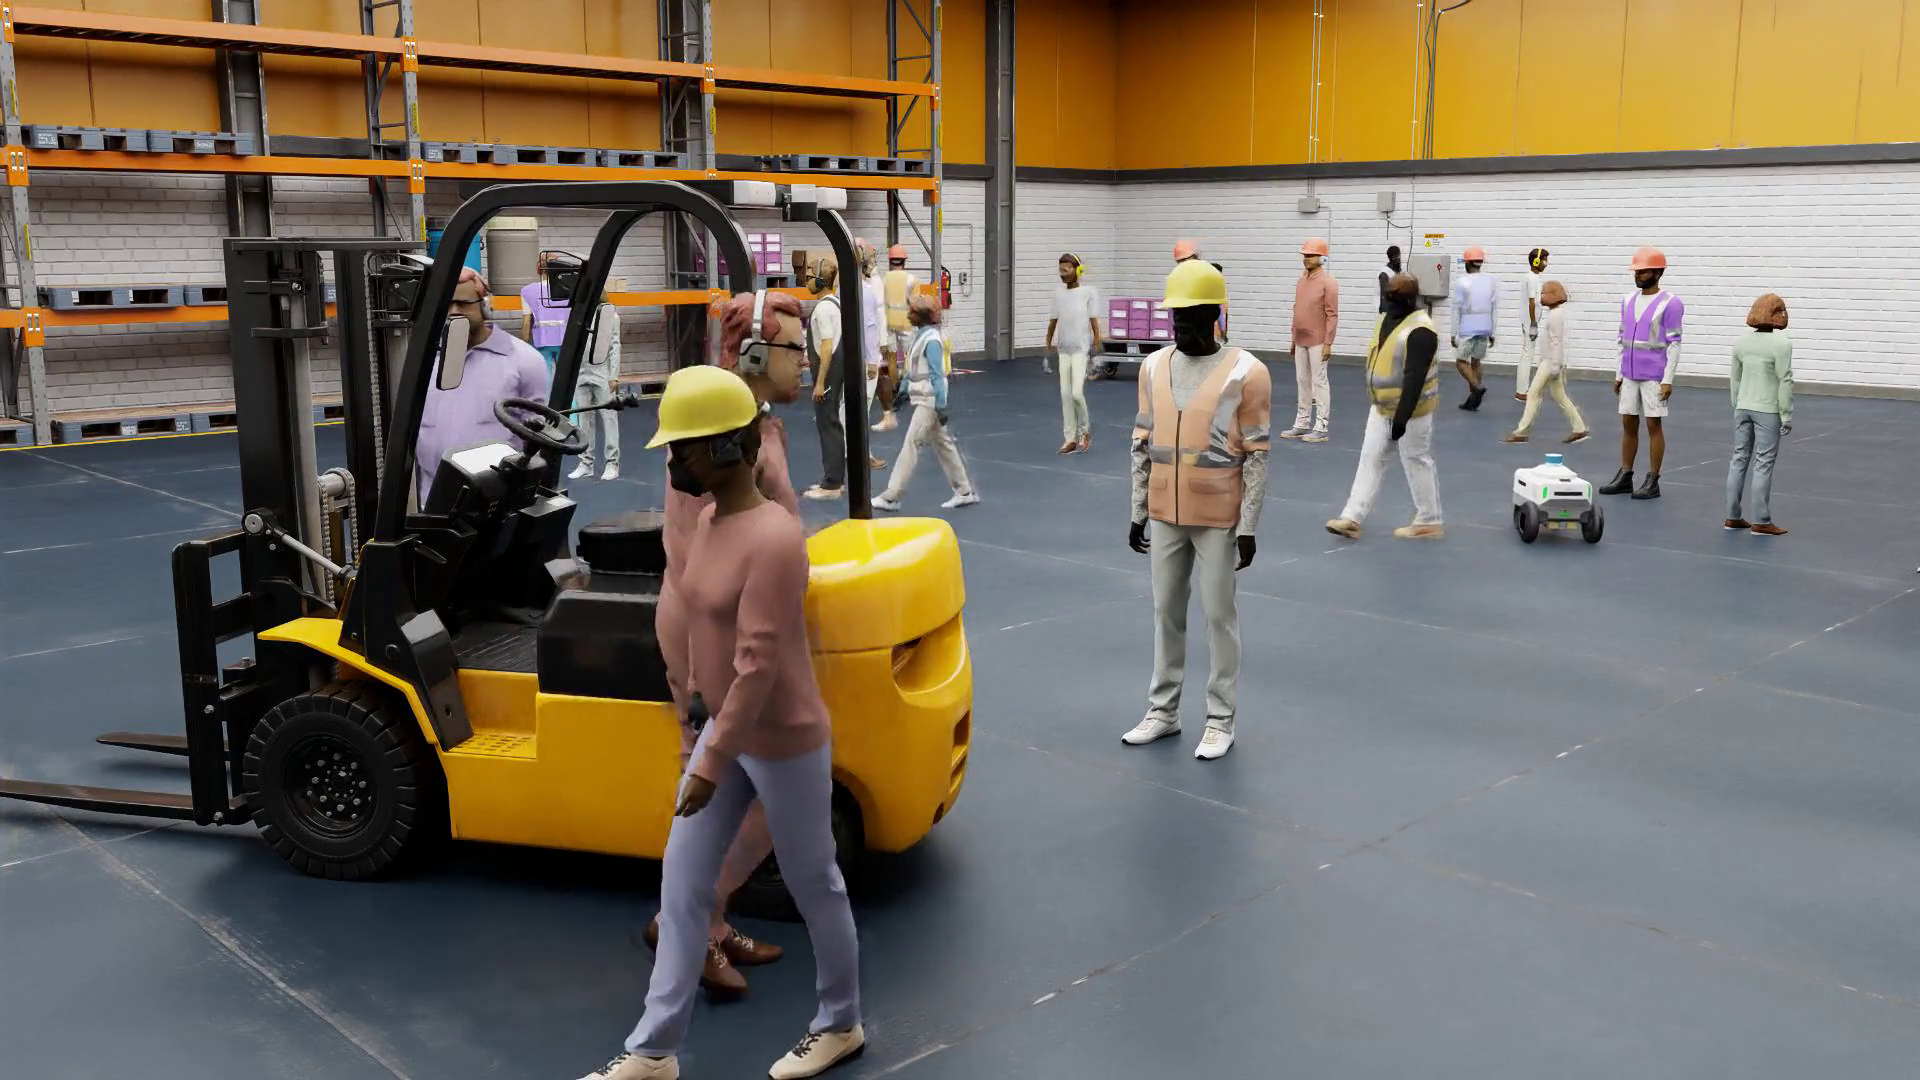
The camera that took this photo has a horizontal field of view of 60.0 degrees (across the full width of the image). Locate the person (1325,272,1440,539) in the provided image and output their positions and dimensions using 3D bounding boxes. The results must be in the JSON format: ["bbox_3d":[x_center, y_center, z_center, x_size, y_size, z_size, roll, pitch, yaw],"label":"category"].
[{"bbox_3d":[2.821,-0.856,10.919,0.884,1.784,0.695,-3,11,-17],"label":"person"}]

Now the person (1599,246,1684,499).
[{"bbox_3d":[5.259,-1.280,12.805,0.377,1.938,0.547,-5,12,-26],"label":"person"}]

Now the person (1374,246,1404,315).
[{"bbox_3d":[6.229,-3.313,24.090,0.389,1.874,0.767,7,12,33],"label":"person"}]

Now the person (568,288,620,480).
[{"bbox_3d":[-3.049,-1.364,13.813,0.484,1.738,0.305,4,11,20],"label":"person"}]

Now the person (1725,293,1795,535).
[{"bbox_3d":[5.441,-0.853,11.299,0.285,1.636,0.498,-4,11,-20],"label":"person"}]

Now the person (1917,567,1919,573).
[{"bbox_3d":[5.957,-0.573,9.792,0.312,1.633,0.520,-5,12,-26],"label":"person"}]

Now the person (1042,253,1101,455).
[{"bbox_3d":[1.024,-1.709,15.366,0.568,1.851,0.375,7,12,33],"label":"person"}]

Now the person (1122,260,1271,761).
[{"bbox_3d":[0.910,-0.114,6.476,0.588,1.927,0.370,8,13,37],"label":"person"}]

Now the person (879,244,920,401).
[{"bbox_3d":[-0.751,-2.584,19.955,0.568,1.923,0.597,1,10,5],"label":"person"}]

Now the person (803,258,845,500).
[{"bbox_3d":[-1.036,-1.226,12.762,0.333,1.844,0.515,1,10,6],"label":"person"}]

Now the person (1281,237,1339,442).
[{"bbox_3d":[3.465,-1.968,16.395,0.372,1.996,0.622,-5,12,-25],"label":"person"}]

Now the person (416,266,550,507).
[{"bbox_3d":[-1.997,-0.160,6.810,0.641,1.900,0.403,0,10,0],"label":"person"}]

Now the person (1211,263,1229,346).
[{"bbox_3d":[3.050,-2.515,20.217,0.530,1.689,0.322,-7,13,-35],"label":"person"}]

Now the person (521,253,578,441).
[{"bbox_3d":[-4.002,-1.885,16.353,0.568,1.843,0.372,-4,11,-19],"label":"person"}]

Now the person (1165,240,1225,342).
[{"bbox_3d":[2.599,-2.324,18.411,0.675,1.969,0.892,1,10,6],"label":"person"}]

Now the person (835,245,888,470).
[{"bbox_3d":[-0.874,-1.575,14.414,0.355,1.936,0.636,-5,12,-26],"label":"person"}]

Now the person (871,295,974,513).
[{"bbox_3d":[-0.280,-0.998,12.199,0.870,1.588,0.533,-2,11,-10],"label":"person"}]

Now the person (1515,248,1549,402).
[{"bbox_3d":[7.001,-2.620,20.321,0.329,1.865,0.507,2,11,12],"label":"person"}]

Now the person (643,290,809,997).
[{"bbox_3d":[-0.606,0.286,4.434,0.439,1.884,0.653,-2,11,-12],"label":"person"}]

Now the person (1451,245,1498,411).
[{"bbox_3d":[5.898,-2.400,18.997,0.547,1.919,0.638,-2,11,-11],"label":"person"}]

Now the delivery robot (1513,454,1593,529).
[{"bbox_3d":[3.974,-0.334,11.165,0.477,0.478,0.707,1,10,3],"label":"delivery robot"}]

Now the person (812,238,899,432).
[{"bbox_3d":[-1.055,-2.065,16.941,1.050,1.984,0.646,-6,12,-28],"label":"person"}]

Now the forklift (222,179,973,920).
[{"bbox_3d":[-1.114,-0.058,5.440,2.313,2.155,1.214,2,11,13],"label":"forklift"}]

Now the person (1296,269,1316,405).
[{"bbox_3d":[4.205,-2.436,19.934,0.286,1.635,0.497,3,11,18],"label":"person"}]

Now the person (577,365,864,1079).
[{"bbox_3d":[-0.566,0.474,3.806,0.828,1.722,0.517,-7,12,-33],"label":"person"}]

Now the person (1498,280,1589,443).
[{"bbox_3d":[5.734,-1.719,16.141,0.828,1.593,0.513,4,11,20],"label":"person"}]
